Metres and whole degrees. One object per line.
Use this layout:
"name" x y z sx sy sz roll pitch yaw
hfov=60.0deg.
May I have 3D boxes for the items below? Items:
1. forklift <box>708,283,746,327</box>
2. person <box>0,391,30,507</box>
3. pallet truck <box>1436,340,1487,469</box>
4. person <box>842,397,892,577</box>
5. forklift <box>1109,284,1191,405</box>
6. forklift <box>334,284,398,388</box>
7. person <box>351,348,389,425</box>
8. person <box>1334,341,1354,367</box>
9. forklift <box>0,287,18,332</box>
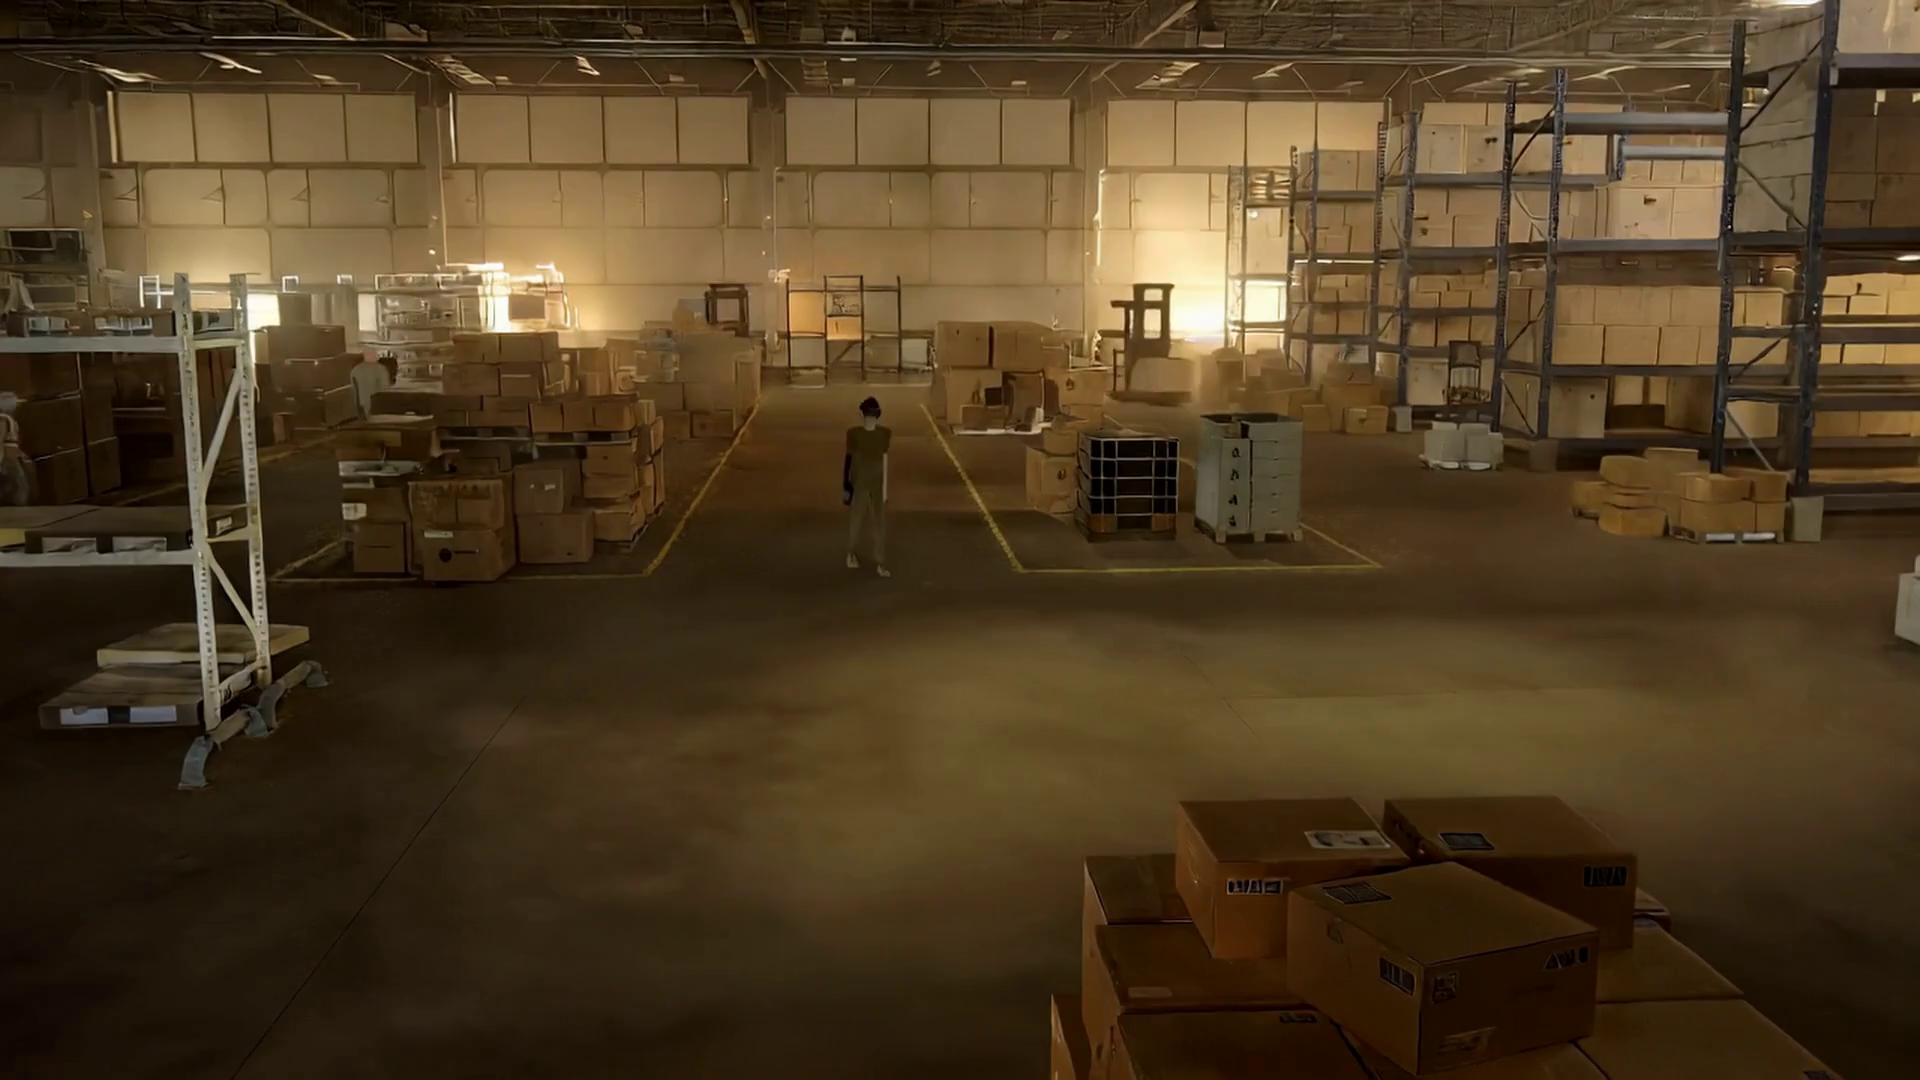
"forklift" -5.836 -5.083 41.948 1.129 2.768 1.873 -1 9 -4
"person" -11.542 -1.000 20.273 0.584 1.610 0.529 -5 10 -27
"pallet truck" 8.004 -2.170 26.422 0.823 1.965 1.885 2 9 14
"person" -0.973 -0.566 16.937 0.538 1.825 0.912 -4 10 -25
"forklift" 4.525 -4.645 39.195 1.129 2.768 1.873 -5 10 -28
"forklift" -14.119 -4.536 38.510 1.873 2.768 1.129 -1 9 -4
"person" -9.294 -2.087 26.266 0.644 1.891 1.005 1 9 6
"person" 8.381 -3.539 36.282 0.522 1.594 0.885 9 13 44
"forklift" -16.254 -2.887 28.159 1.873 2.768 1.129 -1 9 -4
